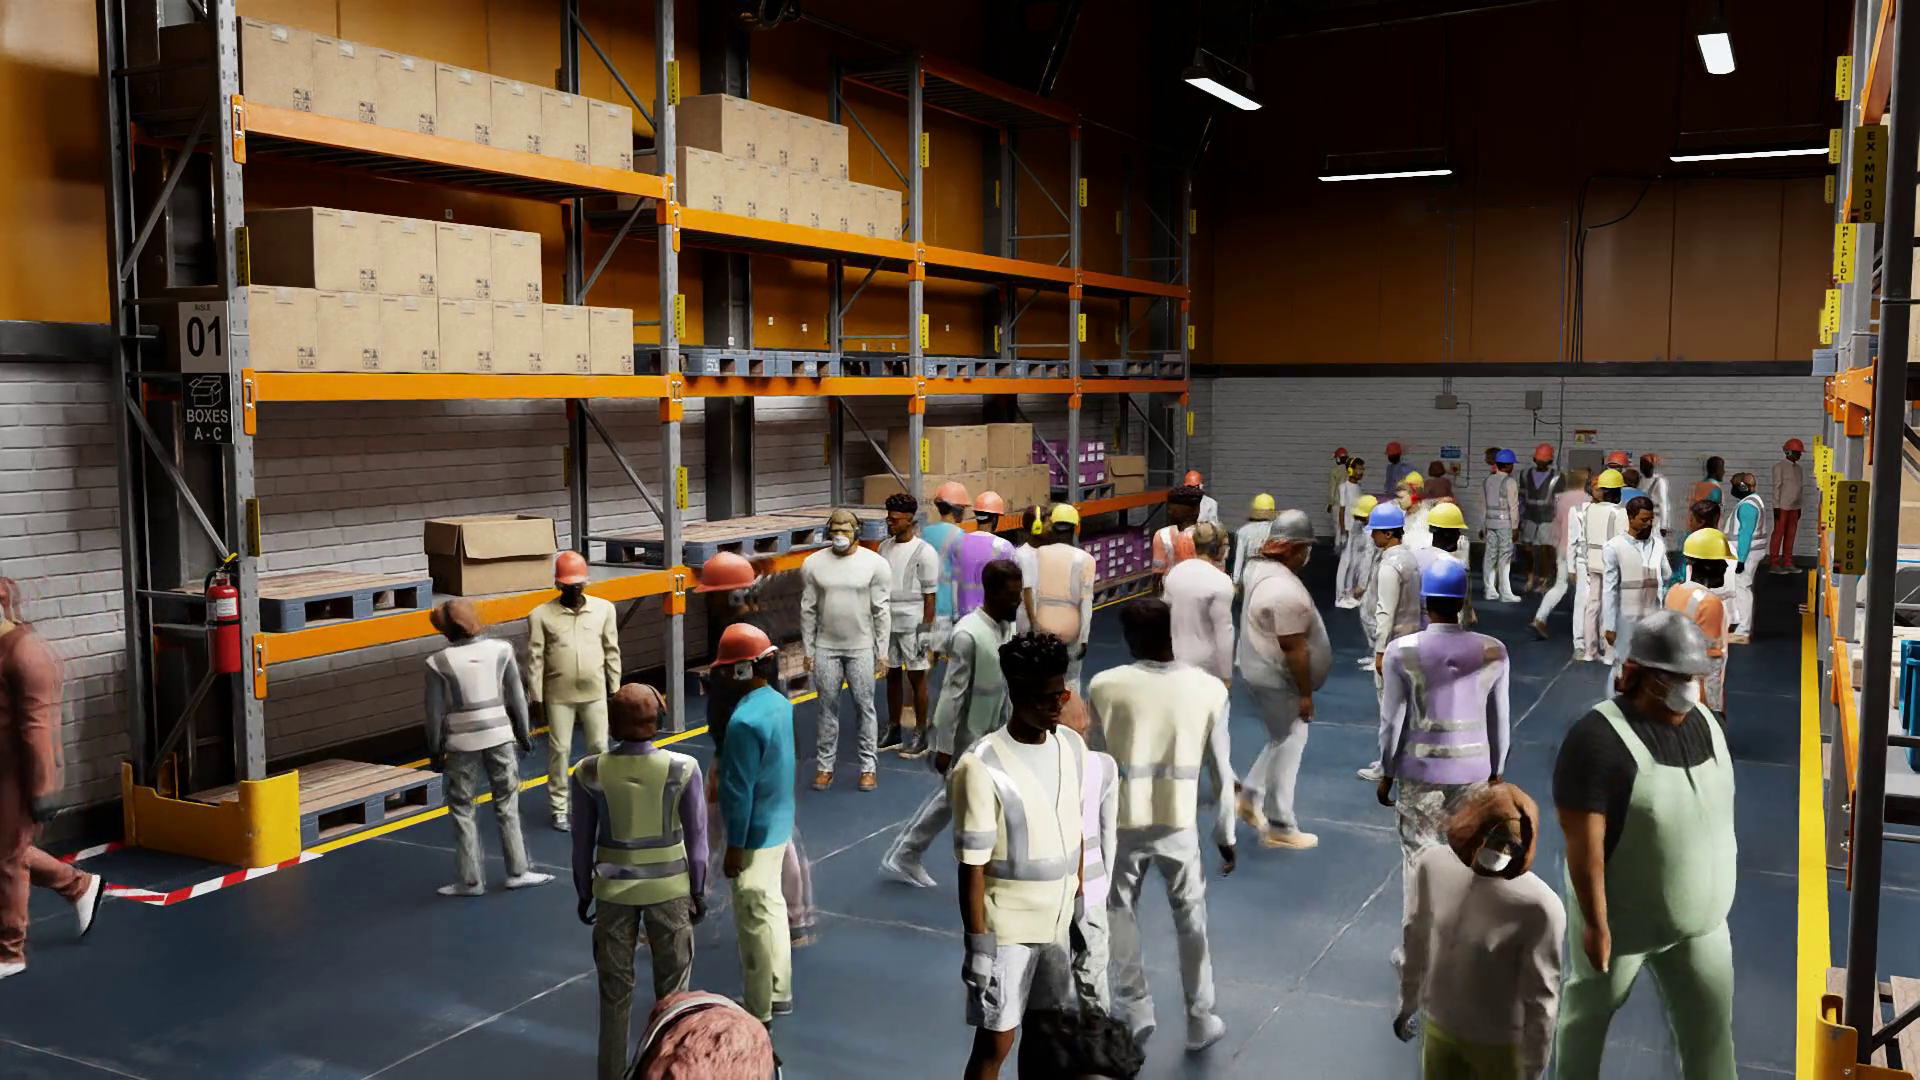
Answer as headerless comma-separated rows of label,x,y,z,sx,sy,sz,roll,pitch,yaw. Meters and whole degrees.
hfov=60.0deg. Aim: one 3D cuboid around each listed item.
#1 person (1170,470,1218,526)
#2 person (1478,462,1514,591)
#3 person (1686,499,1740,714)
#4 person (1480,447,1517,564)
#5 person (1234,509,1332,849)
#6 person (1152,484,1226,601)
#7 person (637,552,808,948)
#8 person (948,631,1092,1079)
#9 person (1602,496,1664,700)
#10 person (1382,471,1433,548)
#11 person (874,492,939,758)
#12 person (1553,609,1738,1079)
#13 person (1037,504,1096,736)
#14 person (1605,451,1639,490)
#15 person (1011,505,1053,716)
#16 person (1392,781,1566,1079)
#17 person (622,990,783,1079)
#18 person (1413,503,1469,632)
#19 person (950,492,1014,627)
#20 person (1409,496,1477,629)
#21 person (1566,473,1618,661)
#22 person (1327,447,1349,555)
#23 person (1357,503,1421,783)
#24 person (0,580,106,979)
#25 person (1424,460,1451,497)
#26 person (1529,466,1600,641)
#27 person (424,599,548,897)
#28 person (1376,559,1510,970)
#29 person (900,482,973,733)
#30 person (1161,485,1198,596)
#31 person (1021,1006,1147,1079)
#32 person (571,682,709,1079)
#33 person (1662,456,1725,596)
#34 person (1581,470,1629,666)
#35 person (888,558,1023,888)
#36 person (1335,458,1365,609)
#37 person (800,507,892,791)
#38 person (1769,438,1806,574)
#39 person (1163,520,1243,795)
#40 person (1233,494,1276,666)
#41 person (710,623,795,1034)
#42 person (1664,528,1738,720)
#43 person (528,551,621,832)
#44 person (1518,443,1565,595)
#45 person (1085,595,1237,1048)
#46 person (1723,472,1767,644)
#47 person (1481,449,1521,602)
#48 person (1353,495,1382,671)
person,2.756,0.052,19.644,0.575,1.749,0.336,1,6,15
person,7.144,-0.172,22.143,0.447,1.734,0.584,-3,6,-30
person,5.590,0.651,12.422,0.598,1.906,0.404,-5,7,-44
person,8.226,-0.513,25.422,0.588,1.807,0.609,4,6,35
person,1.936,0.819,9.867,0.535,2.000,0.704,0,5,1
person,1.865,0.518,13.571,0.603,1.957,0.385,0,5,2
person,-1.161,1.042,7.947,0.959,1.949,0.619,-3,6,-27
person,0.216,1.265,5.548,0.385,1.957,0.606,5,7,43
person,5.194,0.610,12.857,0.598,1.907,0.408,-3,6,-28
person,4.999,0.127,18.556,0.595,1.808,0.719,1,5,7
person,-0.427,0.625,12.349,0.606,1.966,0.367,5,7,43
person,2.393,1.211,5.643,0.701,2.000,0.959,-2,6,-16
person,0.728,0.669,12.504,0.606,1.862,1.026,2,6,20
person,7.677,-0.048,19.509,0.621,1.986,0.409,5,7,44
person,0.585,0.673,12.486,0.492,1.849,0.592,2,6,18
person,1.504,1.489,4.995,0.302,1.614,0.623,-4,7,-36
person,-0.362,1.589,2.383,0.654,1.894,0.401,-4,7,-35
person,3.395,0.696,11.789,0.374,1.925,0.595,-2,6,-16
person,0.195,0.582,13.063,0.548,1.924,0.387,3,6,26
person,4.000,0.551,13.850,0.450,1.827,0.583,-3,6,-31
person,6.348,0.275,16.597,0.576,1.880,0.350,1,5,6
person,6.160,-0.624,26.916,0.573,1.749,0.343,-3,6,-30
person,2.995,0.712,11.574,0.413,1.939,0.605,3,6,28
person,-4.399,1.091,7.814,0.644,1.885,0.683,4,7,39
person,7.349,-0.424,25.578,0.511,1.606,0.764,-2,6,-23
person,6.559,0.149,17.800,0.960,1.905,0.659,-2,6,-20
person,-2.557,1.114,9.001,0.651,1.613,0.320,-4,6,-34
person,2.241,1.062,7.742,0.616,1.945,0.404,0,5,-2
person,-0.112,0.529,13.338,1.061,1.981,0.611,-3,6,-33
person,1.785,0.542,13.245,0.367,1.964,0.607,1,5,13
person,0.219,1.636,3.093,0.535,1.661,0.845,0,5,-4
person,-1.205,1.350,6.289,0.513,1.640,0.309,0,5,-3
person,9.339,-0.121,20.883,0.965,1.879,0.583,0,5,-1
person,6.360,0.273,16.331,0.363,1.930,0.588,-2,6,-25
person,0.009,1.004,8.882,0.925,1.867,0.619,2,6,22
person,4.843,-0.088,20.566,0.310,1.864,0.533,4,7,39
person,-0.776,0.738,11.302,0.631,1.938,0.364,1,5,8
person,12.075,-0.487,24.228,0.612,1.986,0.407,-3,6,-29
person,1.512,0.808,10.841,1.031,1.891,0.632,-3,6,-26
person,2.926,0.392,16.328,0.473,1.689,0.934,5,7,43
person,-0.898,1.222,7.135,0.355,1.739,0.575,1,5,11
person,4.293,0.891,9.693,0.383,1.928,0.588,0,5,0
person,-2.375,0.929,10.286,0.575,1.737,0.354,-2,6,-25
person,7.587,-0.271,21.747,0.633,2.010,0.536,4,7,36
person,0.826,1.175,6.812,0.638,1.893,0.462,0,5,1
person,8.372,0.191,17.775,0.429,1.831,0.630,3,6,27
person,6.896,-0.185,21.161,0.393,1.946,0.617,-2,6,-21
person,3.979,0.407,16.114,0.358,1.709,0.568,2,6,18
